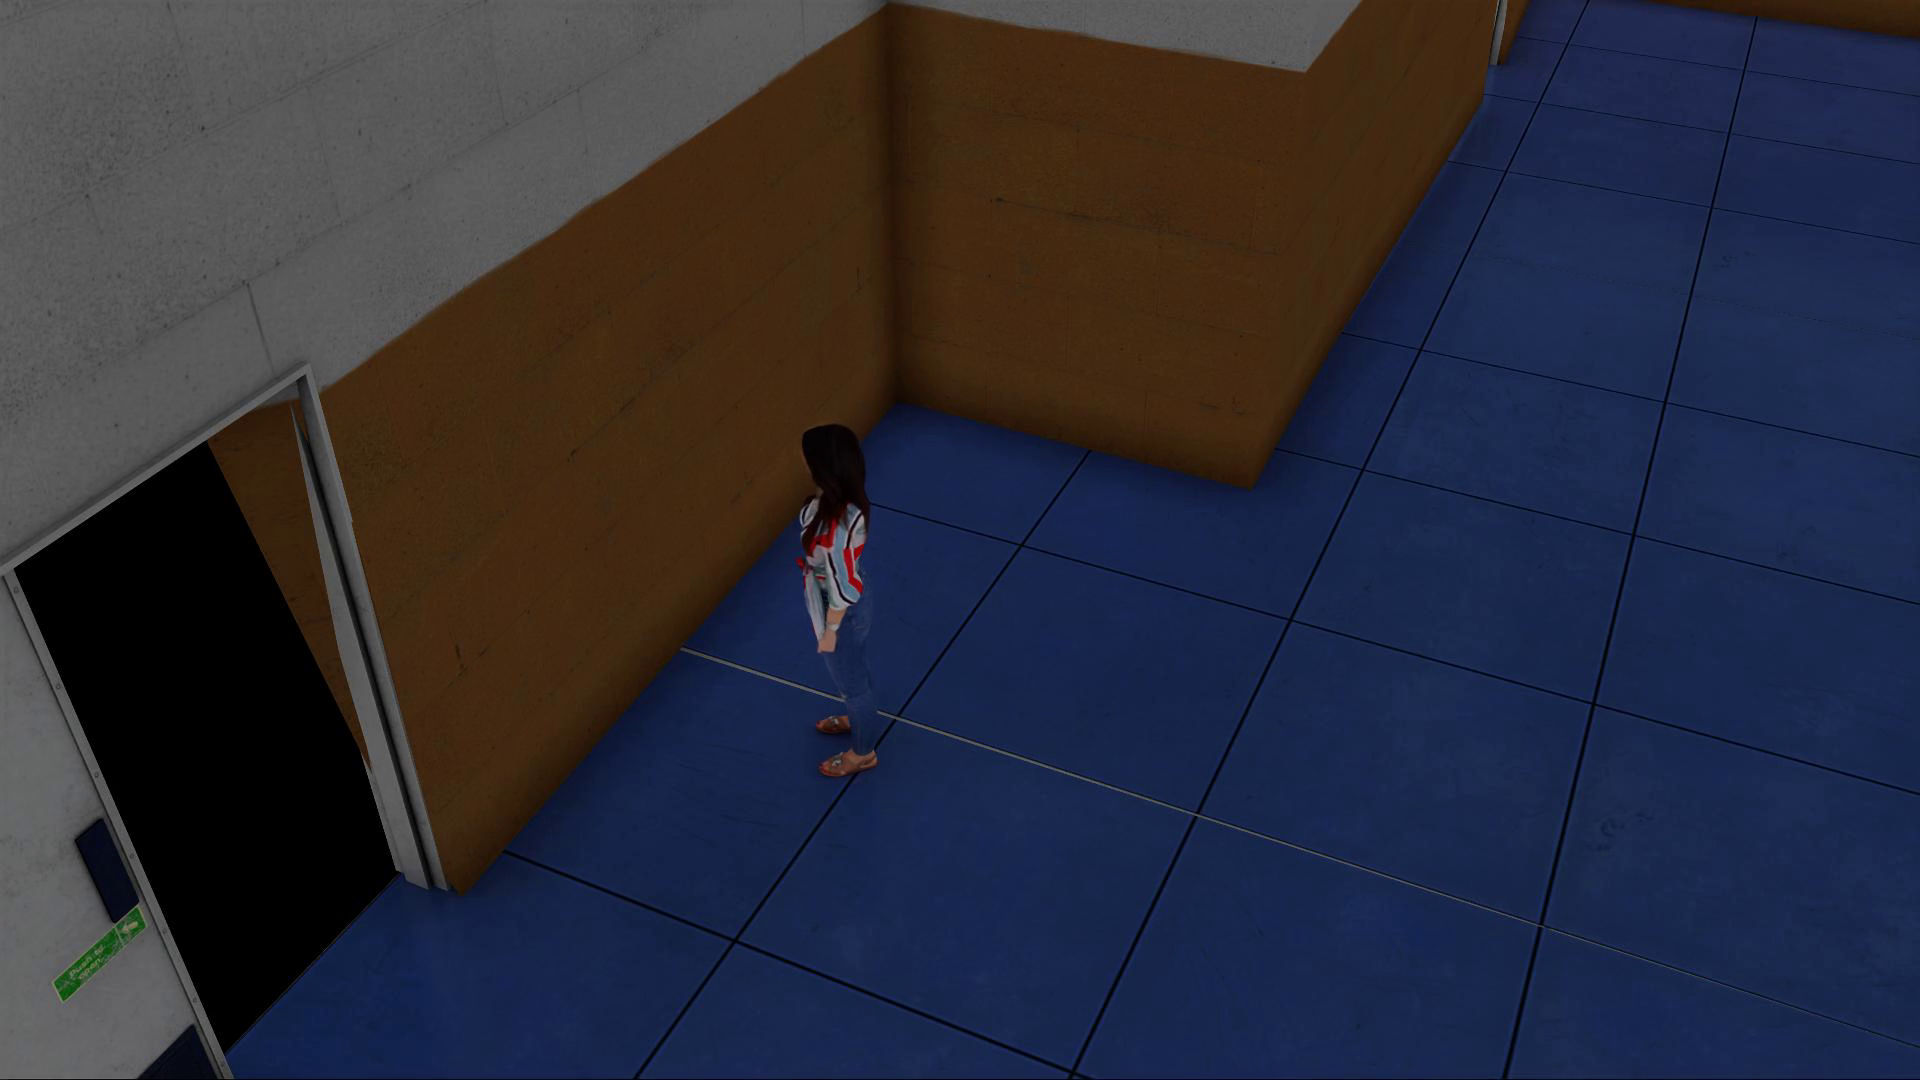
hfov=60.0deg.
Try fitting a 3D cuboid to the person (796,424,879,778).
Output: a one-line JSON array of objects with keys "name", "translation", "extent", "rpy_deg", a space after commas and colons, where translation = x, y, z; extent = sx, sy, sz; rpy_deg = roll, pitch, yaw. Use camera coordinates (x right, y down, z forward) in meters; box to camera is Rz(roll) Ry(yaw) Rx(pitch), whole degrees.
[{"name": "person", "translation": [-0.449, 0.232, 6.404], "extent": [0.666, 1.612, 0.662], "rpy_deg": [-3, 37, -4]}]
